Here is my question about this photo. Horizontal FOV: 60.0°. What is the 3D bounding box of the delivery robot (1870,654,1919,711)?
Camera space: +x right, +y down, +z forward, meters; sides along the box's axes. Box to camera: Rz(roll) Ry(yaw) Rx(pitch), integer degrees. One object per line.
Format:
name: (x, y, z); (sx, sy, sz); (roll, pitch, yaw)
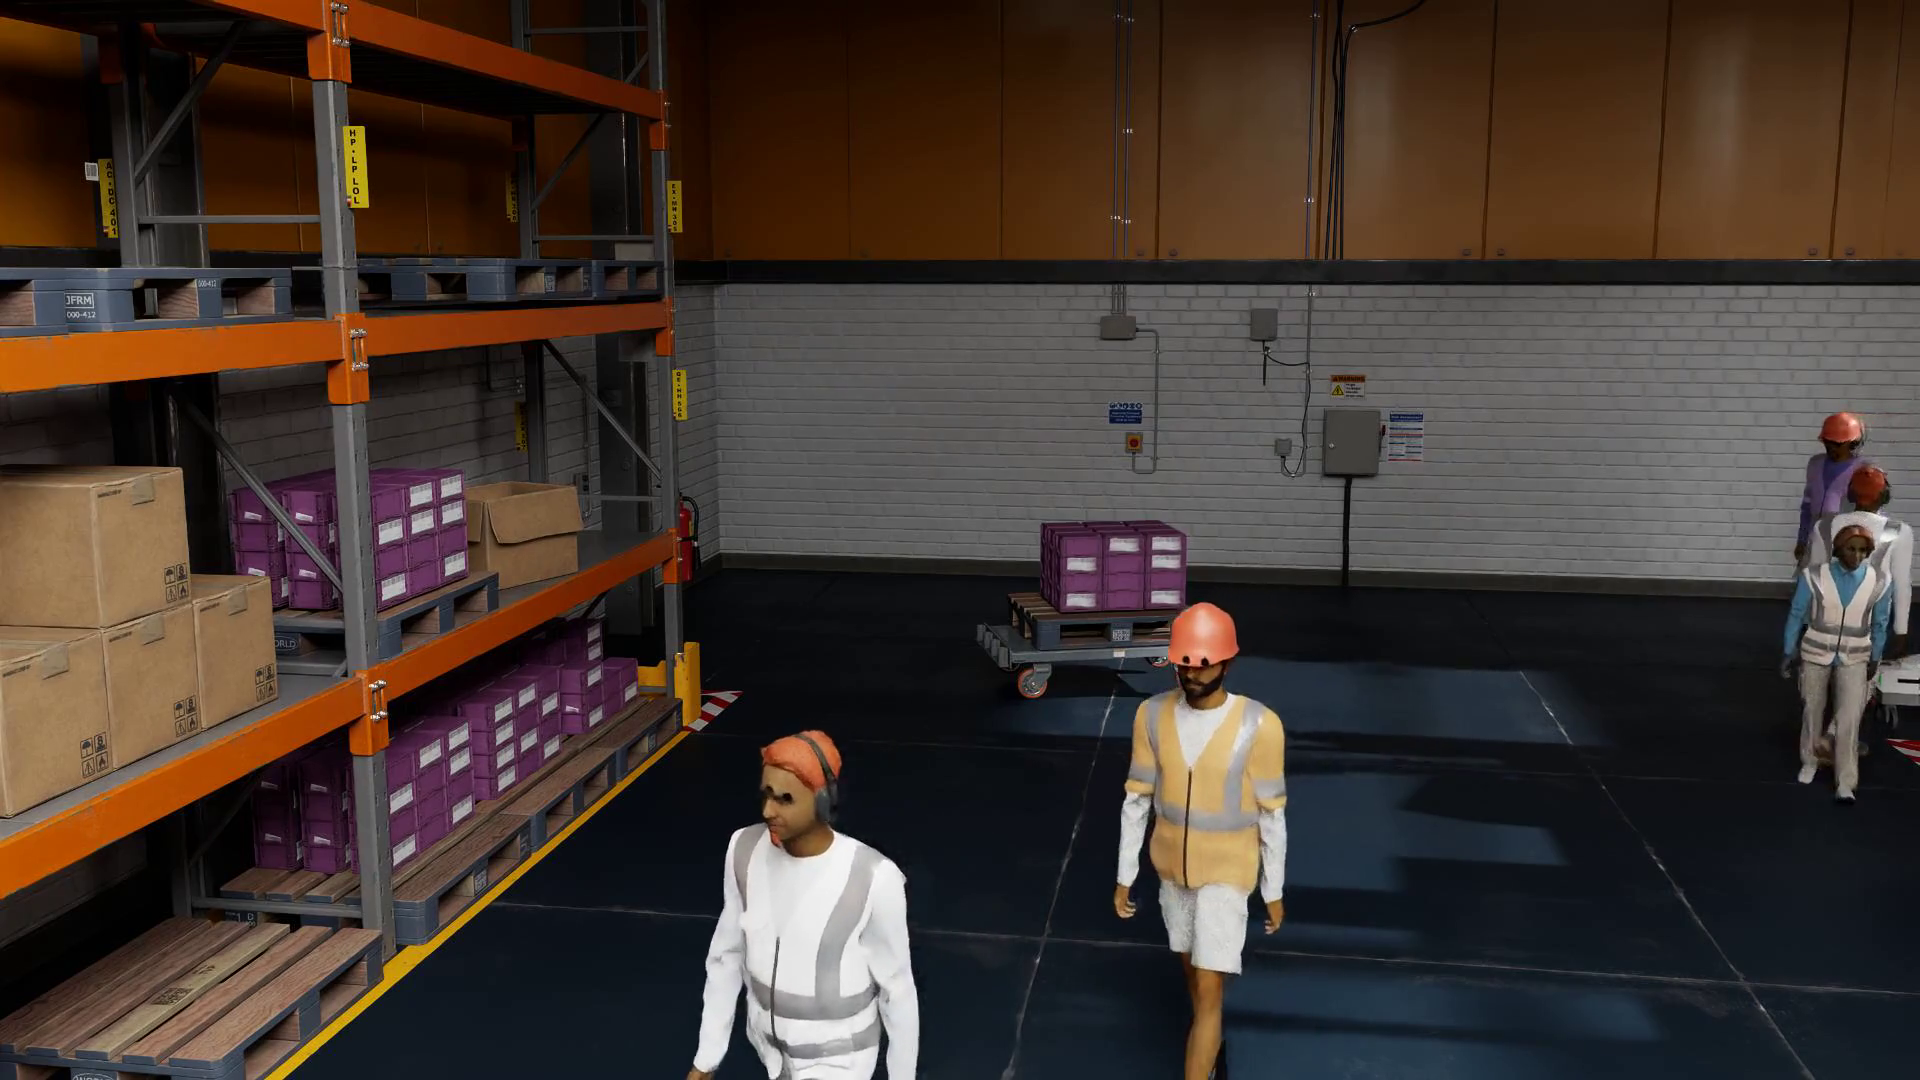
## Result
delivery robot: (6.398, 0.934, 11.015); (0.707, 0.478, 0.477); (2, 9, 14)

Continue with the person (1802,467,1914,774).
person: (5.405, 0.487, 10.095); (0.795, 1.857, 0.609); (-7, 12, -37)

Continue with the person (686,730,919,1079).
person: (-0.436, 1.407, 4.457); (0.577, 1.830, 0.998); (7, 12, 37)

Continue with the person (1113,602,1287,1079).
person: (0.768, 1.169, 5.701); (0.570, 1.900, 0.909); (6, 11, 34)

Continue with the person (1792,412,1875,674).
person: (6.477, 0.036, 12.352); (0.547, 2.016, 0.664); (-3, 10, -19)

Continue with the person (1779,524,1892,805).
person: (5.002, 0.701, 9.538); (0.555, 1.587, 0.887); (4, 10, 23)
